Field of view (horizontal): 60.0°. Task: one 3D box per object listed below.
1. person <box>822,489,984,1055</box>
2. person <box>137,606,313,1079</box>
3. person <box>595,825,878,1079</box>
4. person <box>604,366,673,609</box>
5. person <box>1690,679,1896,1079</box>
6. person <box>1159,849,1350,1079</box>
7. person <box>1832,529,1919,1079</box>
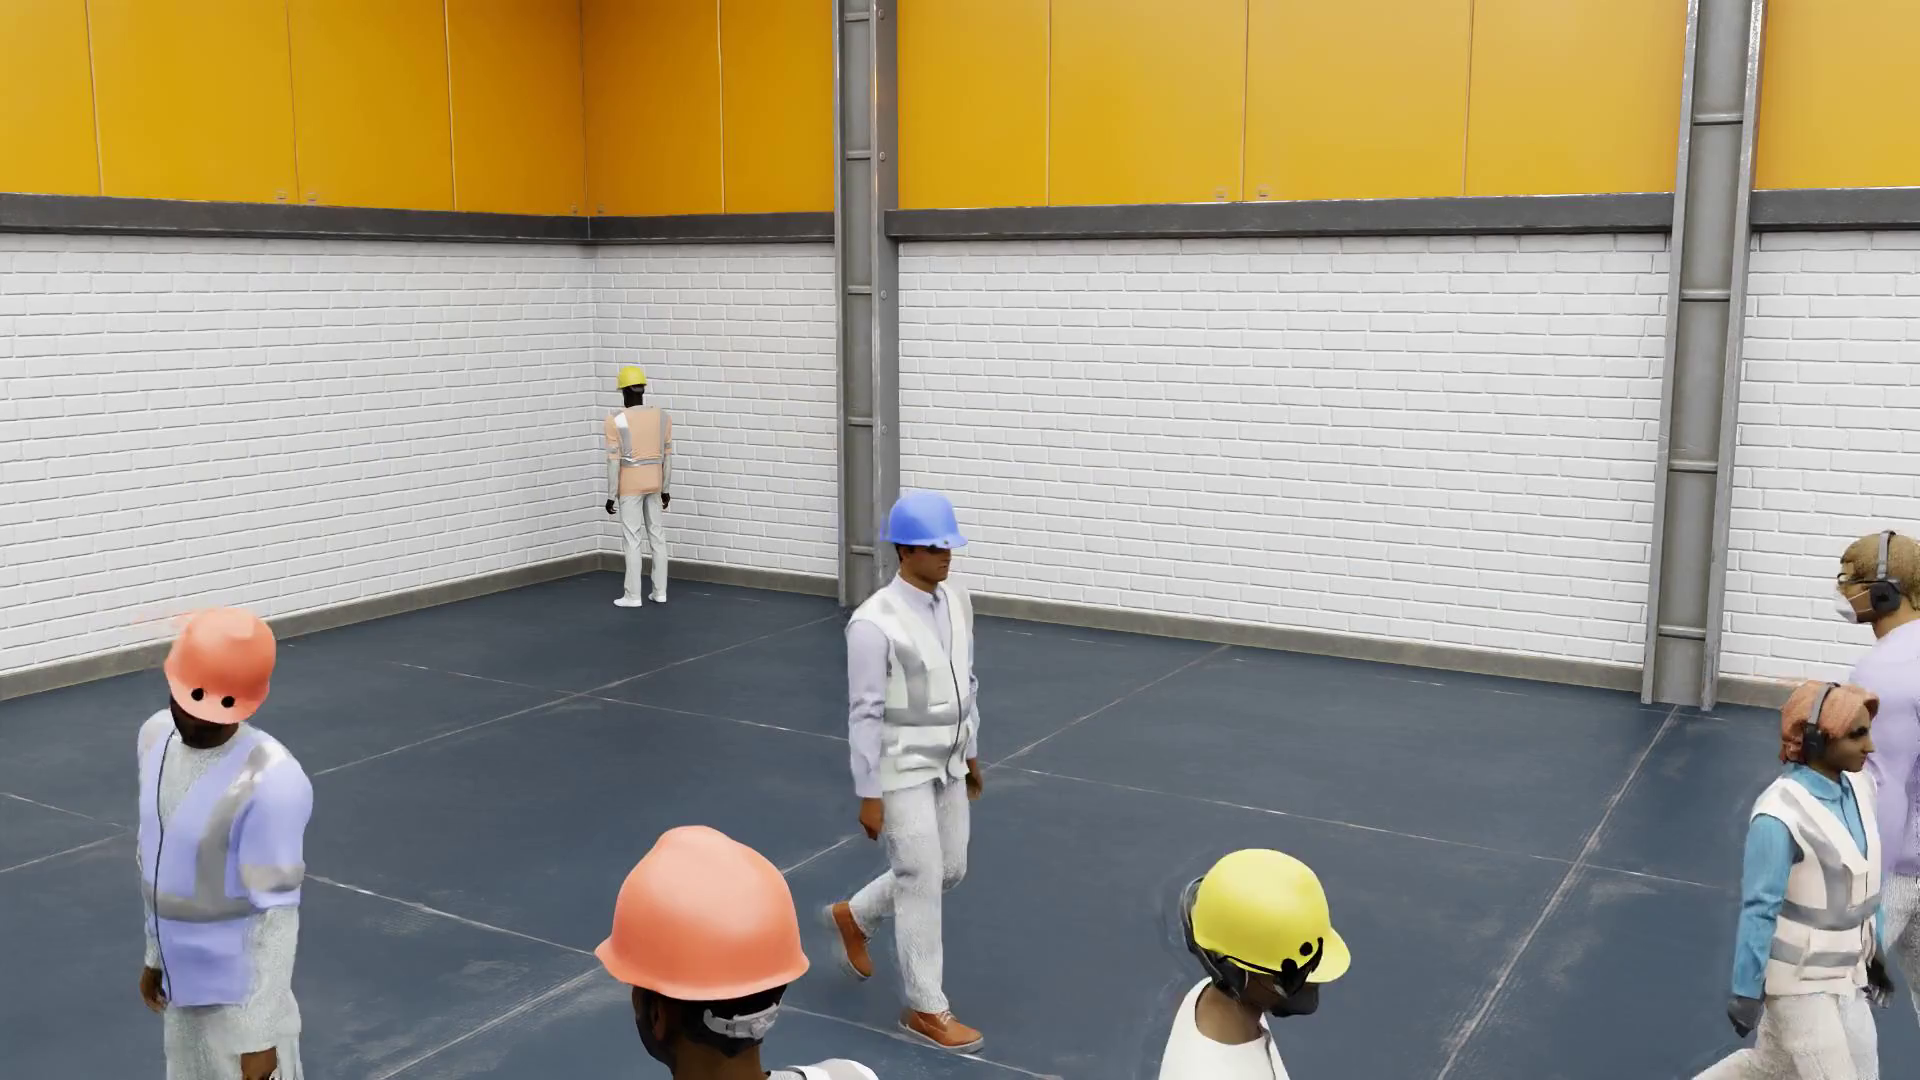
[{"bbox_3d":[-0.209,0.765,5.773,0.693,1.931,0.612,6,11,33],"label":"person"},{"bbox_3d":[-1.751,1.070,4.047,0.660,1.886,0.397,7,11,37],"label":"person"},{"bbox_3d":[-0.323,1.330,2.244,0.359,1.938,0.545,7,11,36],"label":"person"},{"bbox_3d":[-2.555,-0.418,13.190,0.586,1.925,0.369,-8,12,-41],"label":"person"},{"bbox_3d":[2.218,1.139,4.462,0.512,1.609,0.812,-8,12,-41],"label":"person"},{"bbox_3d":[0.465,1.339,2.882,0.941,1.704,0.539,2,9,15],"label":"person"},{"bbox_3d":[2.726,0.928,4.866,0.553,1.913,0.645,9,13,44],"label":"person"}]
